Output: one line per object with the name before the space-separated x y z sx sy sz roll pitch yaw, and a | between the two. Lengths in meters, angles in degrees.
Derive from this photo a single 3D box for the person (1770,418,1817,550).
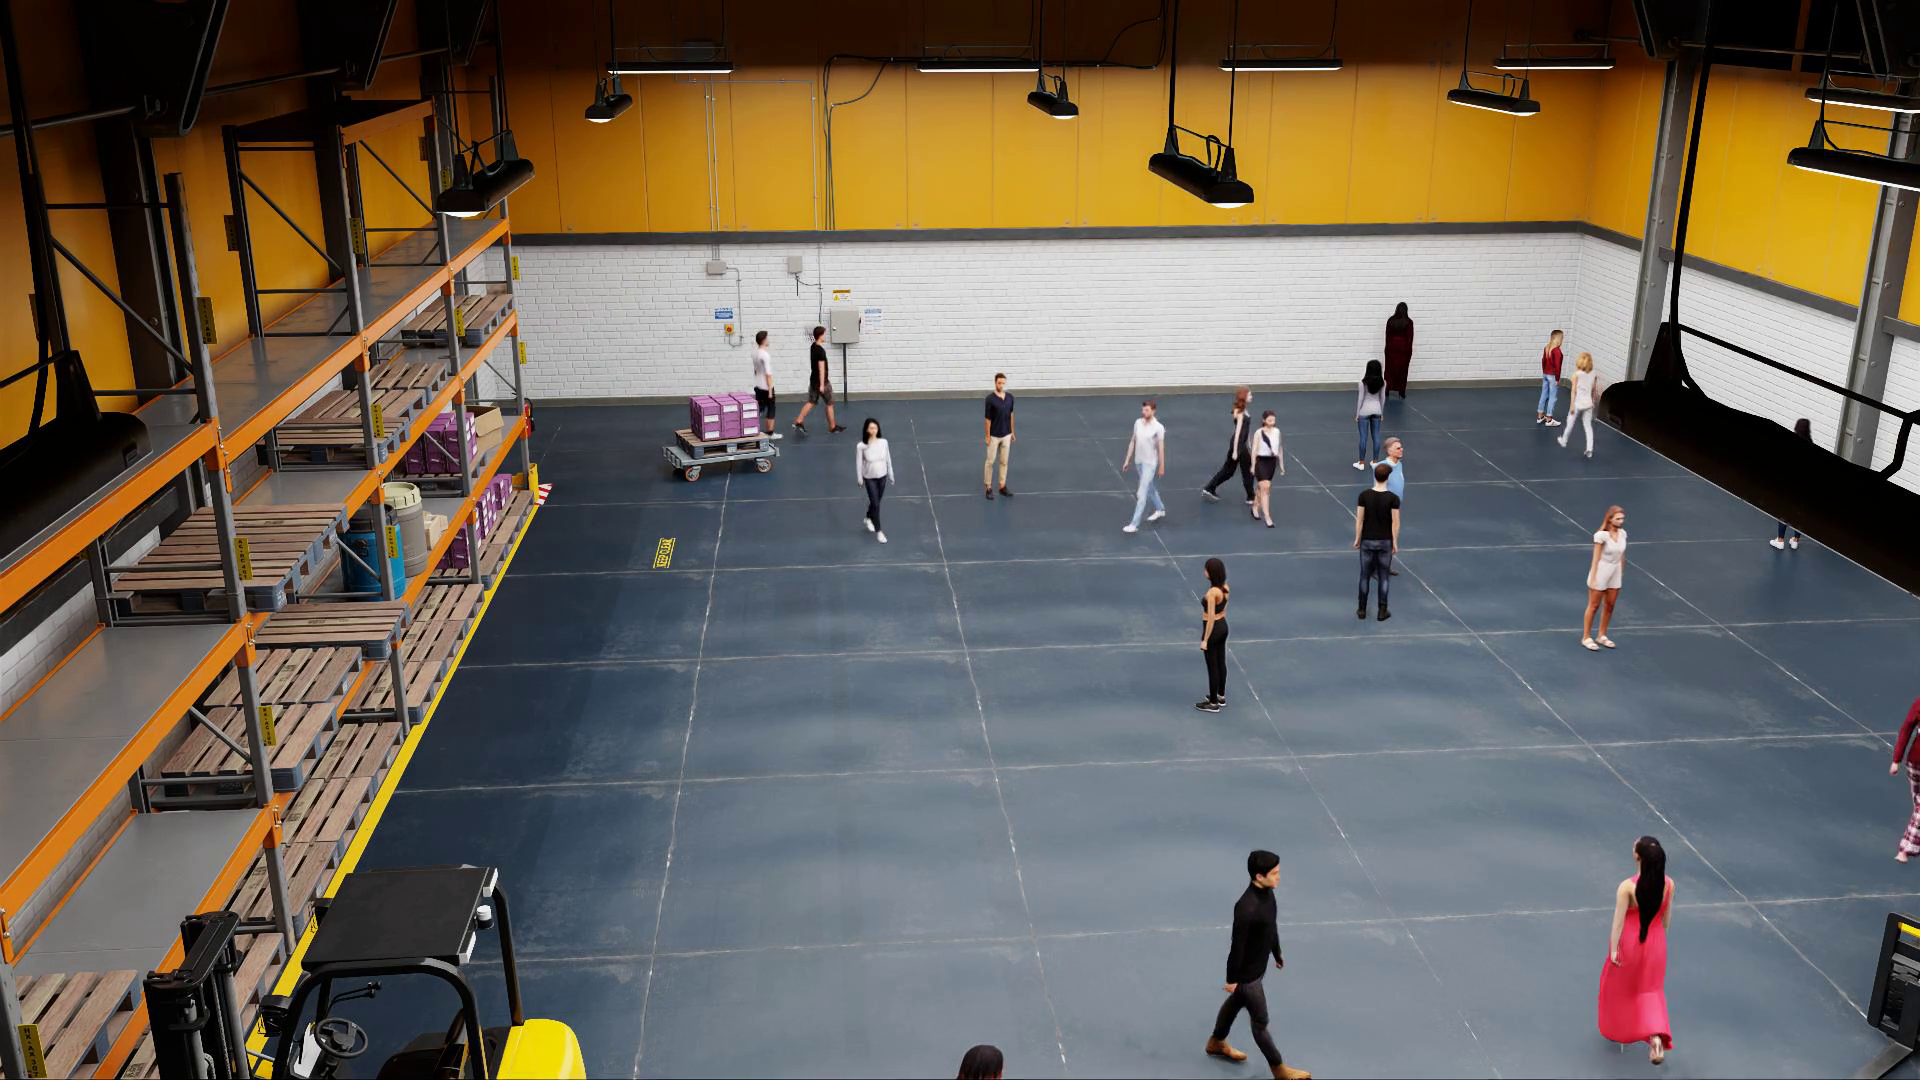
person | 11.095 -0.751 22.088 0.619 1.775 0.552 1 19 3

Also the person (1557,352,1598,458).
person | 9.895 -2.102 26.368 0.614 1.603 1.126 -2 19 -6

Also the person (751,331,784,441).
person | -3.286 -2.494 27.172 1.054 1.833 1.060 -14 23 -36

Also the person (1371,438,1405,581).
person | 5.400 -0.423 21.038 0.747 1.823 0.764 -15 24 -37

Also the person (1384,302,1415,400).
person | 7.941 -3.449 30.126 0.760 1.757 0.791 11 21 29

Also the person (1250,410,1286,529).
person | 4.207 -1.020 23.128 0.732 1.621 0.968 -8 20 -22

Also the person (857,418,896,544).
person | -1.182 -0.841 22.532 0.913 1.661 1.181 -10 21 -26

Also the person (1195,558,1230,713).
person | 2.639 0.970 17.188 0.700 1.641 0.623 13 22 33

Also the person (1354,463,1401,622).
person | 4.912 0.018 19.614 0.743 1.896 0.724 7 20 20

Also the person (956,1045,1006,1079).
person | 0.118 3.573 9.327 0.828 1.723 0.680 -10 21 -28

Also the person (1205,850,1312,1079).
person | 1.920 2.886 11.417 1.029 1.692 1.070 9 21 24

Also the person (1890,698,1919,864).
person | 8.384 1.918 14.358 1.104 1.650 1.116 -16 24 -39

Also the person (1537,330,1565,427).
person | 10.085 -2.782 28.340 0.695 1.634 0.500 -5 19 -14

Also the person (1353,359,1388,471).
person | 6.343 -1.947 25.699 0.620 1.736 0.550 -3 19 -10

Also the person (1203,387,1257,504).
person | 3.918 -1.353 23.979 0.905 1.709 1.134 4 19 13

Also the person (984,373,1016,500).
person | 0.566 -1.543 24.314 0.704 1.855 0.664 -9 21 -26

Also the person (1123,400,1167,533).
person | 2.628 -1.040 22.897 1.173 1.805 1.243 -15 23 -37

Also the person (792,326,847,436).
person | -2.421 -2.625 27.556 1.040 1.837 1.211 -10 21 -27

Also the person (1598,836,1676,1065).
person | 4.720 2.867 11.446 0.602 1.710 0.866 -1 19 -3

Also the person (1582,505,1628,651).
person | 7.299 0.404 18.793 0.625 1.689 0.608 -6 19 -17
